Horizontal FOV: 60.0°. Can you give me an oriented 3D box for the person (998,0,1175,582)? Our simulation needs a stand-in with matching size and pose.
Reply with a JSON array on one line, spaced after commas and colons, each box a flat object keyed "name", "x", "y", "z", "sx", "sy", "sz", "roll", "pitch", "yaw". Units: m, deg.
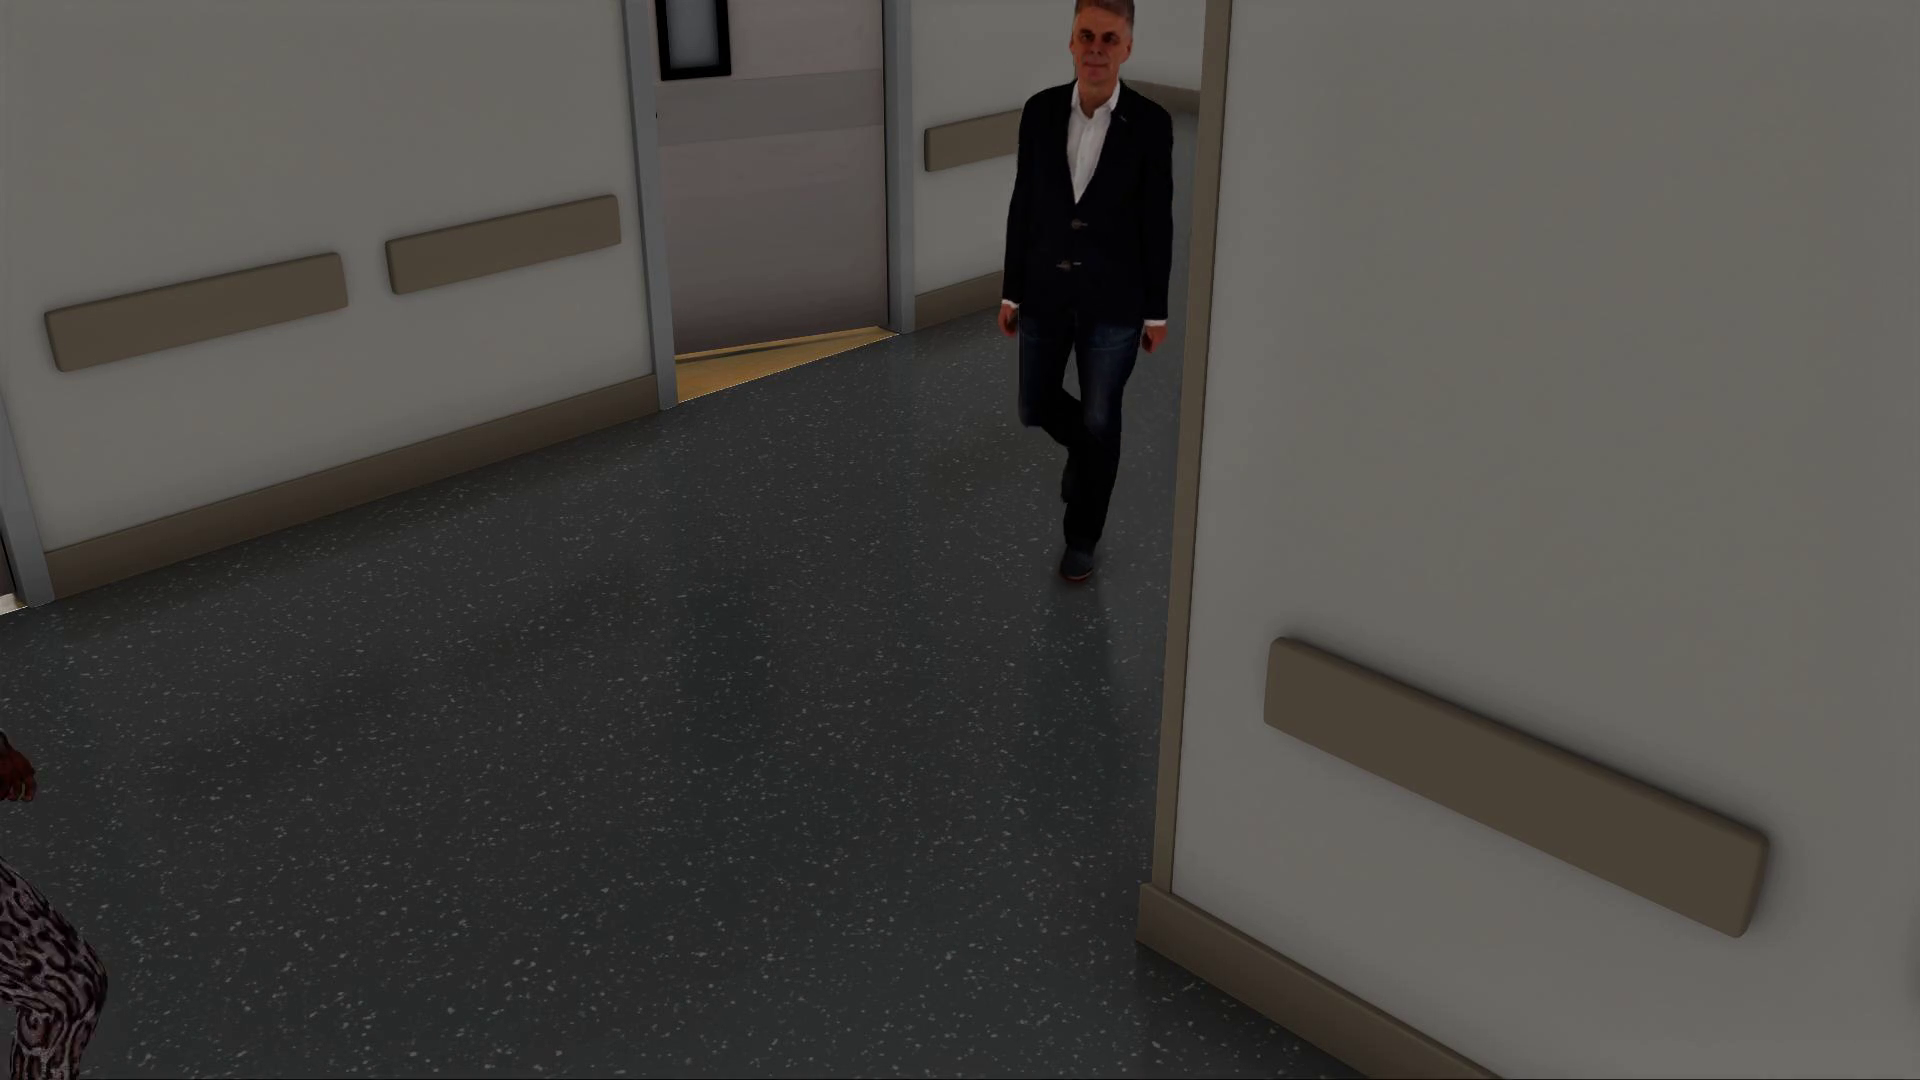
[{"name": "person", "x": 0.406, "y": -0.810, "z": 5.226, "sx": 0.901, "sy": 1.804, "sz": 1.039, "roll": 9, "pitch": 27, "yaw": 19}]
